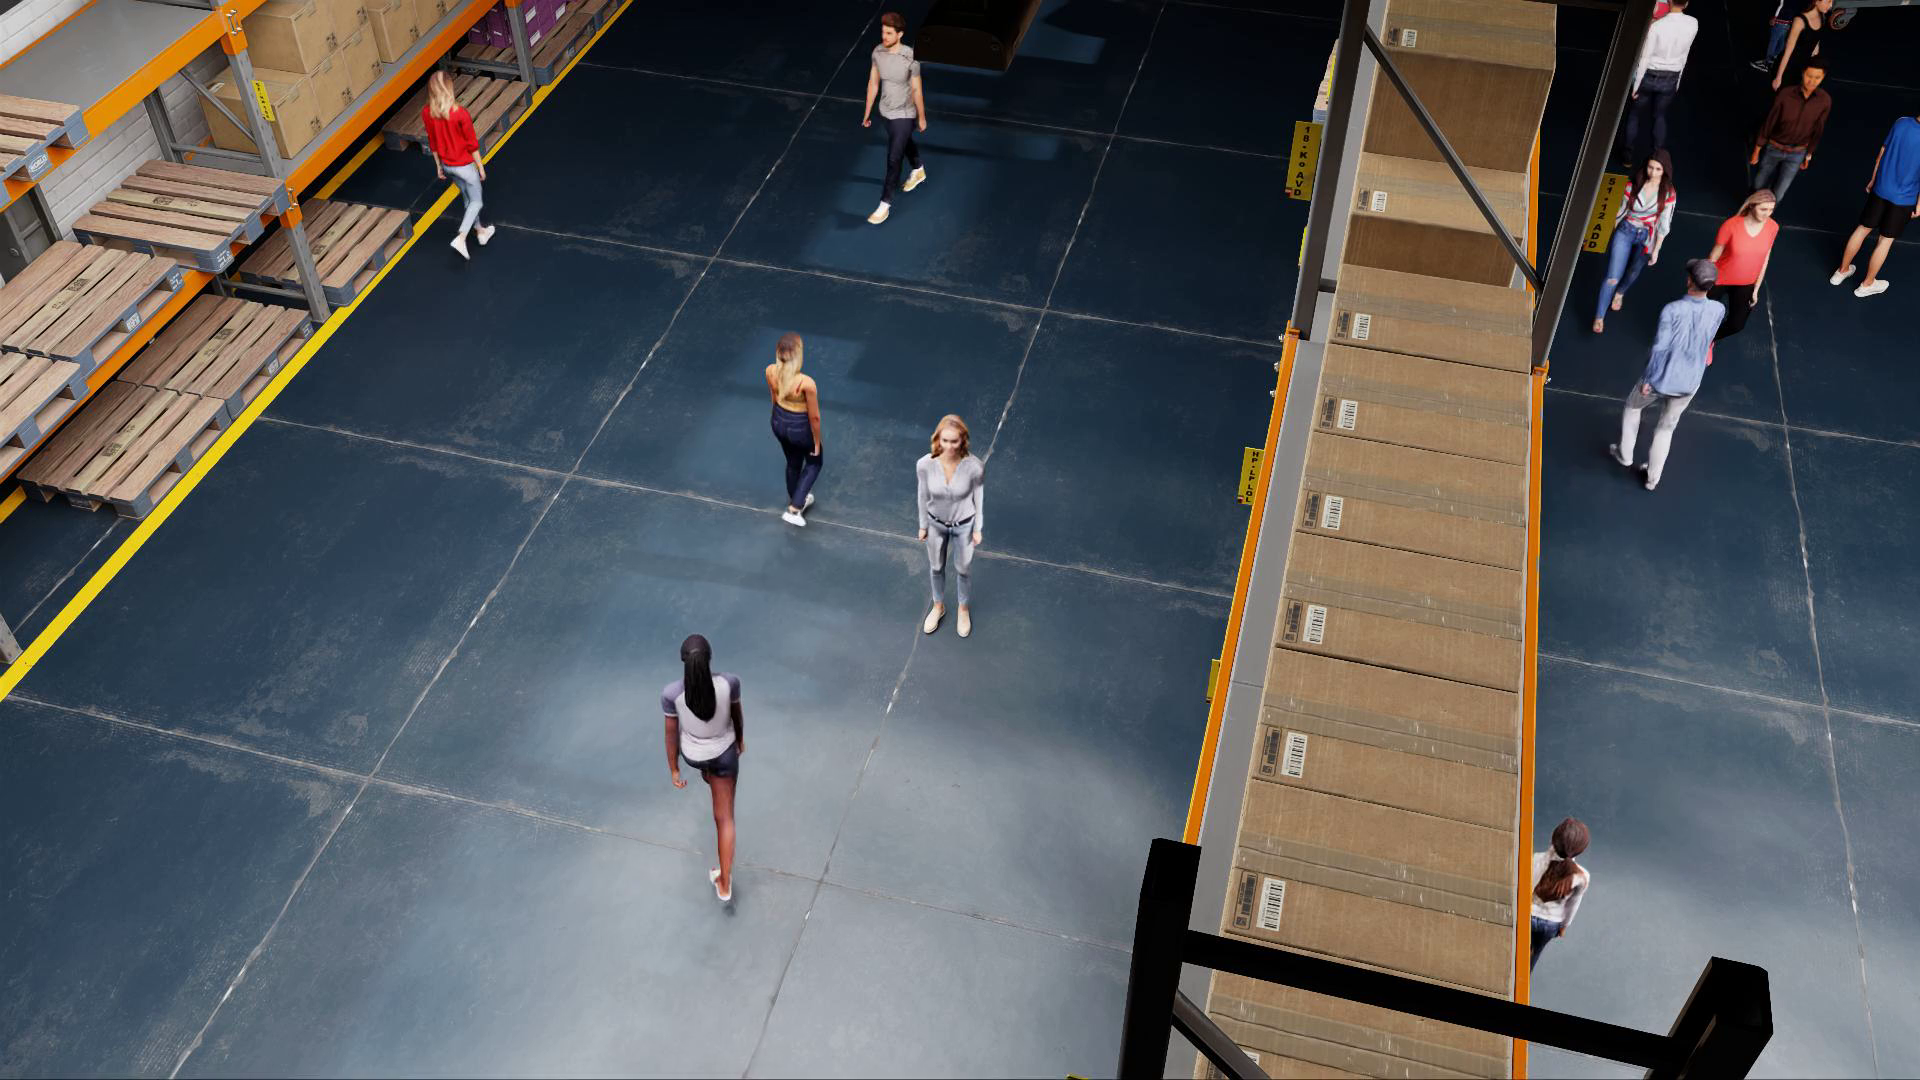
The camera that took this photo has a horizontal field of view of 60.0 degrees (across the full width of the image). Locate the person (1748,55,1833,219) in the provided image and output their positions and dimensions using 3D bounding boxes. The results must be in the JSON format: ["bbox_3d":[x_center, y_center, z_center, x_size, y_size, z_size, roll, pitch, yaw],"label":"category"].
[{"bbox_3d":[7.110,-3.383,14.362,0.718,1.756,1.070,14,45,14],"label":"person"}]

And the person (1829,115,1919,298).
[{"bbox_3d":[7.735,-2.888,13.762,0.783,1.866,0.742,-26,49,-25],"label":"person"}]

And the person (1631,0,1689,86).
[{"bbox_3d":[7.004,-5.352,16.422,0.689,1.764,0.729,-16,46,-16],"label":"person"}]

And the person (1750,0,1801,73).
[{"bbox_3d":[8.344,-5.341,16.803,0.584,1.223,0.657,-26,49,-25],"label":"person"}]

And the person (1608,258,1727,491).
[{"bbox_3d":[5.116,-1.115,11.901,0.718,1.866,0.776,3,44,4],"label":"person"}]

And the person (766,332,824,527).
[{"bbox_3d":[-1.196,-0.719,11.666,0.656,1.618,0.783,18,47,18],"label":"person"}]

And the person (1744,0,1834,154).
[{"bbox_3d":[7.658,-4.373,15.453,0.742,1.682,0.808,-25,49,-24],"label":"person"}]

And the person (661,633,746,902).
[{"bbox_3d":[-1.432,1.315,9.503,0.952,1.654,1.324,-8,44,-9],"label":"person"}]

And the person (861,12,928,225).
[{"bbox_3d":[-0.504,-3.810,14.748,0.942,1.840,1.293,26,49,24],"label":"person"}]

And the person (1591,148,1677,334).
[{"bbox_3d":[5.532,-2.502,13.570,0.667,1.571,1.026,14,45,14],"label":"person"}]

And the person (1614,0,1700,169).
[{"bbox_3d":[6.355,-4.121,15.068,0.768,1.850,1.039,1,44,1],"label":"person"}]

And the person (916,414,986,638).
[{"bbox_3d":[-0.062,-0.097,10.884,0.608,1.795,0.543,6,44,6],"label":"person"}]

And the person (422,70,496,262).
[{"bbox_3d":[-4.289,-3.140,14.157,0.614,1.687,0.919,11,45,11],"label":"person"}]

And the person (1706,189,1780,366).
[{"bbox_3d":[6.004,-2.045,13.015,0.667,1.675,0.701,6,44,7],"label":"person"}]
